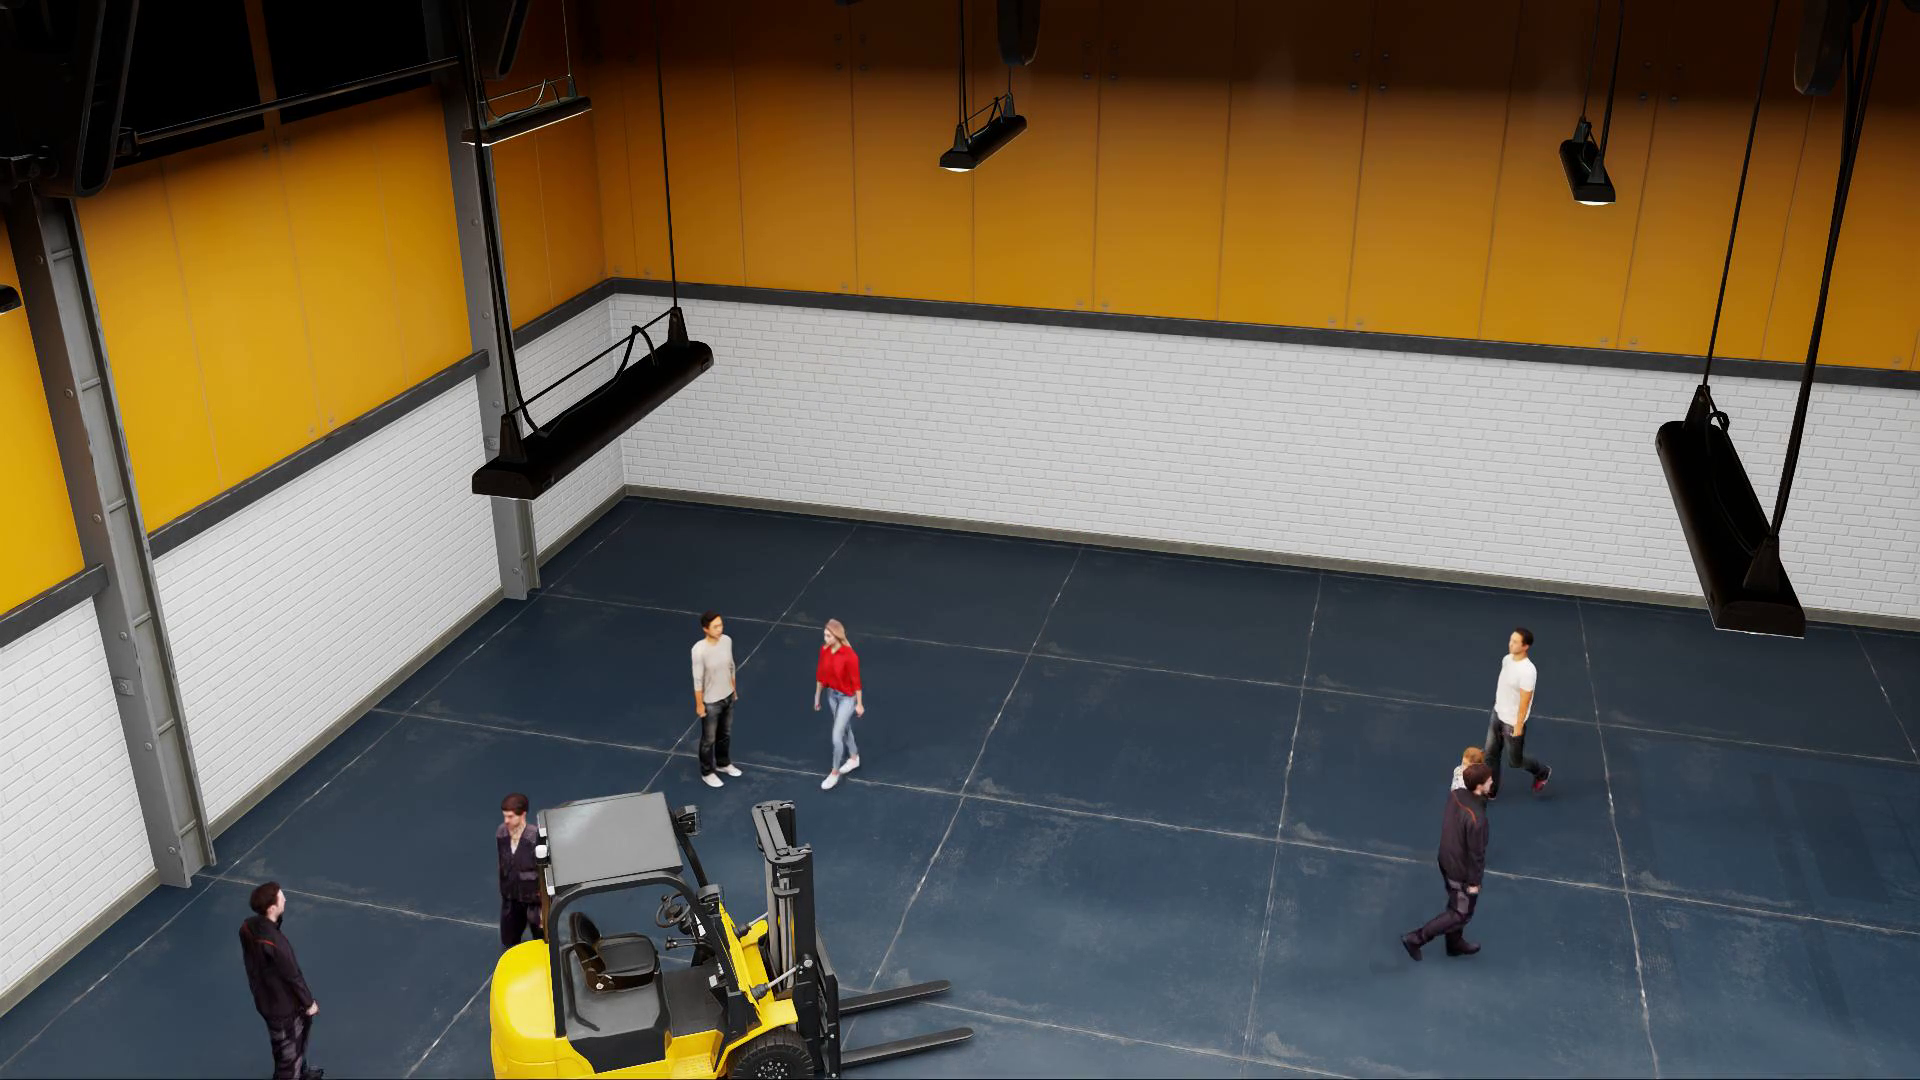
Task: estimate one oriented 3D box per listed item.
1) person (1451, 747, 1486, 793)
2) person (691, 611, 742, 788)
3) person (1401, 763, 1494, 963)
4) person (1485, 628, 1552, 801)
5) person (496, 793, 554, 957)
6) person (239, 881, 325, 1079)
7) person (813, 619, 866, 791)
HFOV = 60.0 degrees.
[{"bbox_3d":[4.424,2.350,14.433,0.659,1.304,0.598,-16,28,-32],"label":"person"},{"bbox_3d":[-2.331,1.481,15.793,0.773,1.807,0.624,19,30,36],"label":"person"},{"bbox_3d":[3.900,2.598,13.224,1.005,1.817,1.047,-3,24,-7],"label":"person"},{"bbox_3d":[5.200,1.646,15.439,1.019,1.789,1.065,-6,24,-13],"label":"person"},{"bbox_3d":[-3.295,2.722,12.917,0.643,1.837,0.642,7,25,15],"label":"person"},{"bbox_3d":[-4.806,3.273,11.585,0.866,1.894,0.832,-21,31,-40],"label":"person"},{"bbox_3d":[-1.082,1.499,15.911,0.840,1.680,0.975,17,29,34],"label":"person"}]
